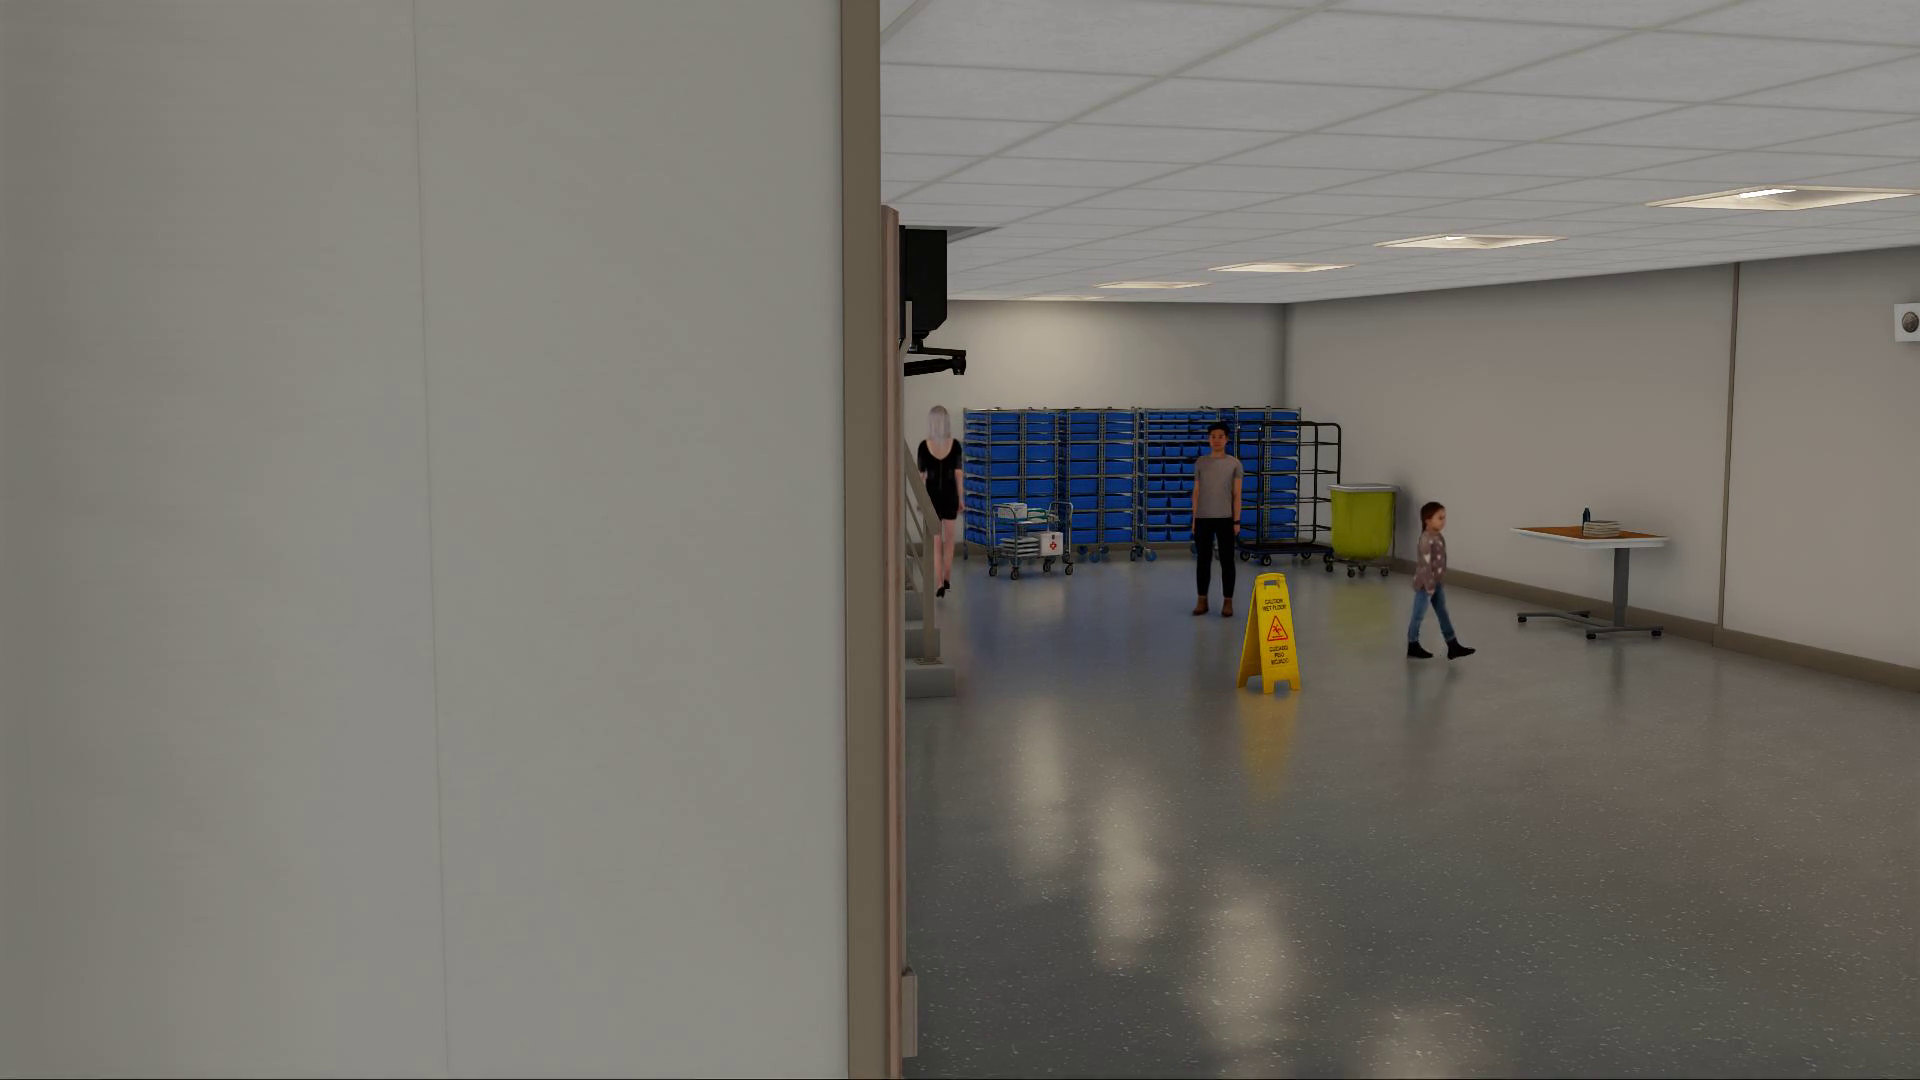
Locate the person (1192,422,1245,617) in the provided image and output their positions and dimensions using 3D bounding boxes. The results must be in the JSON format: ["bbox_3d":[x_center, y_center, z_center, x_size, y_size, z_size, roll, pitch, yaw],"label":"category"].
[{"bbox_3d":[2.276,-0.197,14.747,0.674,1.717,0.712,3,6,24],"label":"person"}]

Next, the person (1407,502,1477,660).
[{"bbox_3d":[3.448,0.312,12.395,0.820,1.175,0.713,5,8,42],"label":"person"}]

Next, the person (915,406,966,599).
[{"bbox_3d":[-0.174,-0.342,15.728,0.681,1.810,0.879,-1,6,-8],"label":"person"}]
